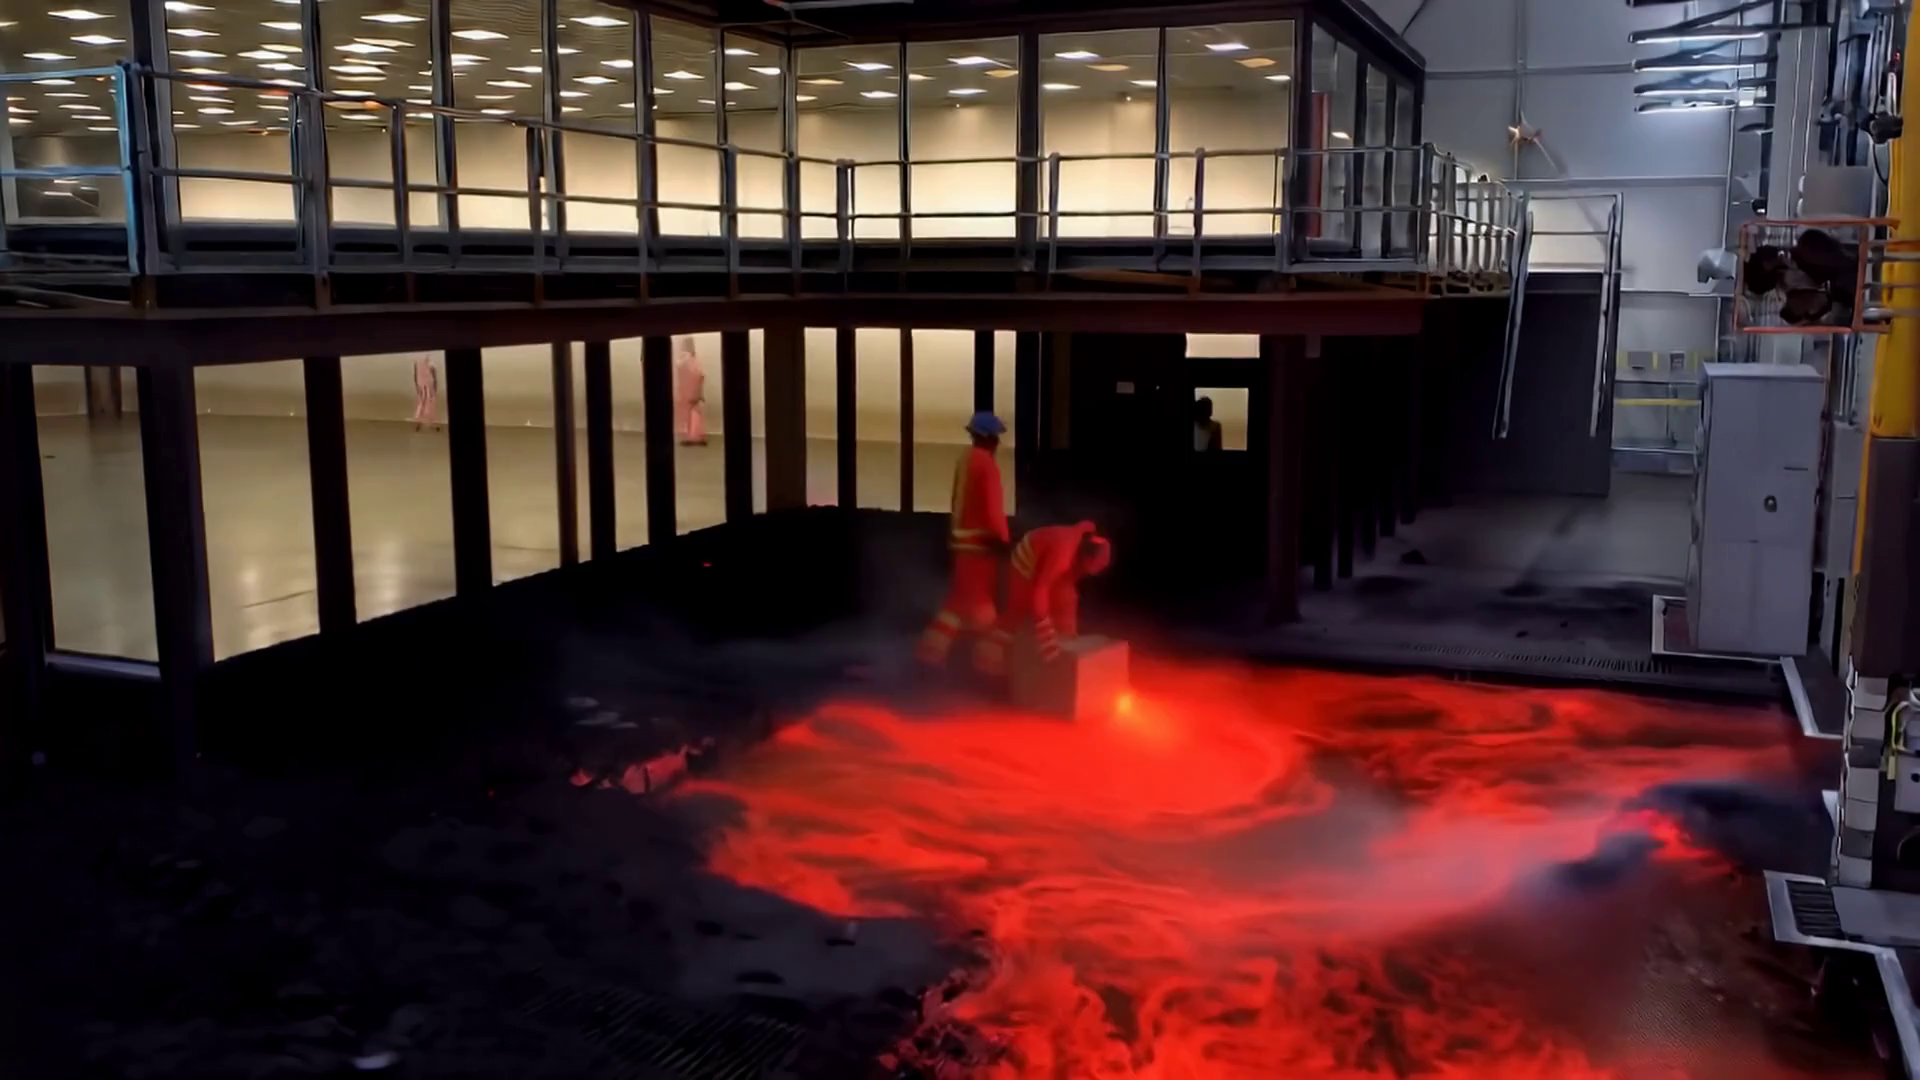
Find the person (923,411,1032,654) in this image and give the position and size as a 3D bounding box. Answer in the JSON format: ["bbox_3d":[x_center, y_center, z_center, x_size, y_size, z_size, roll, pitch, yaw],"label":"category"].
[{"bbox_3d":[0.120,-0.061,13.343,1.017,1.949,0.635,-5,10,-27],"label":"person"}]
